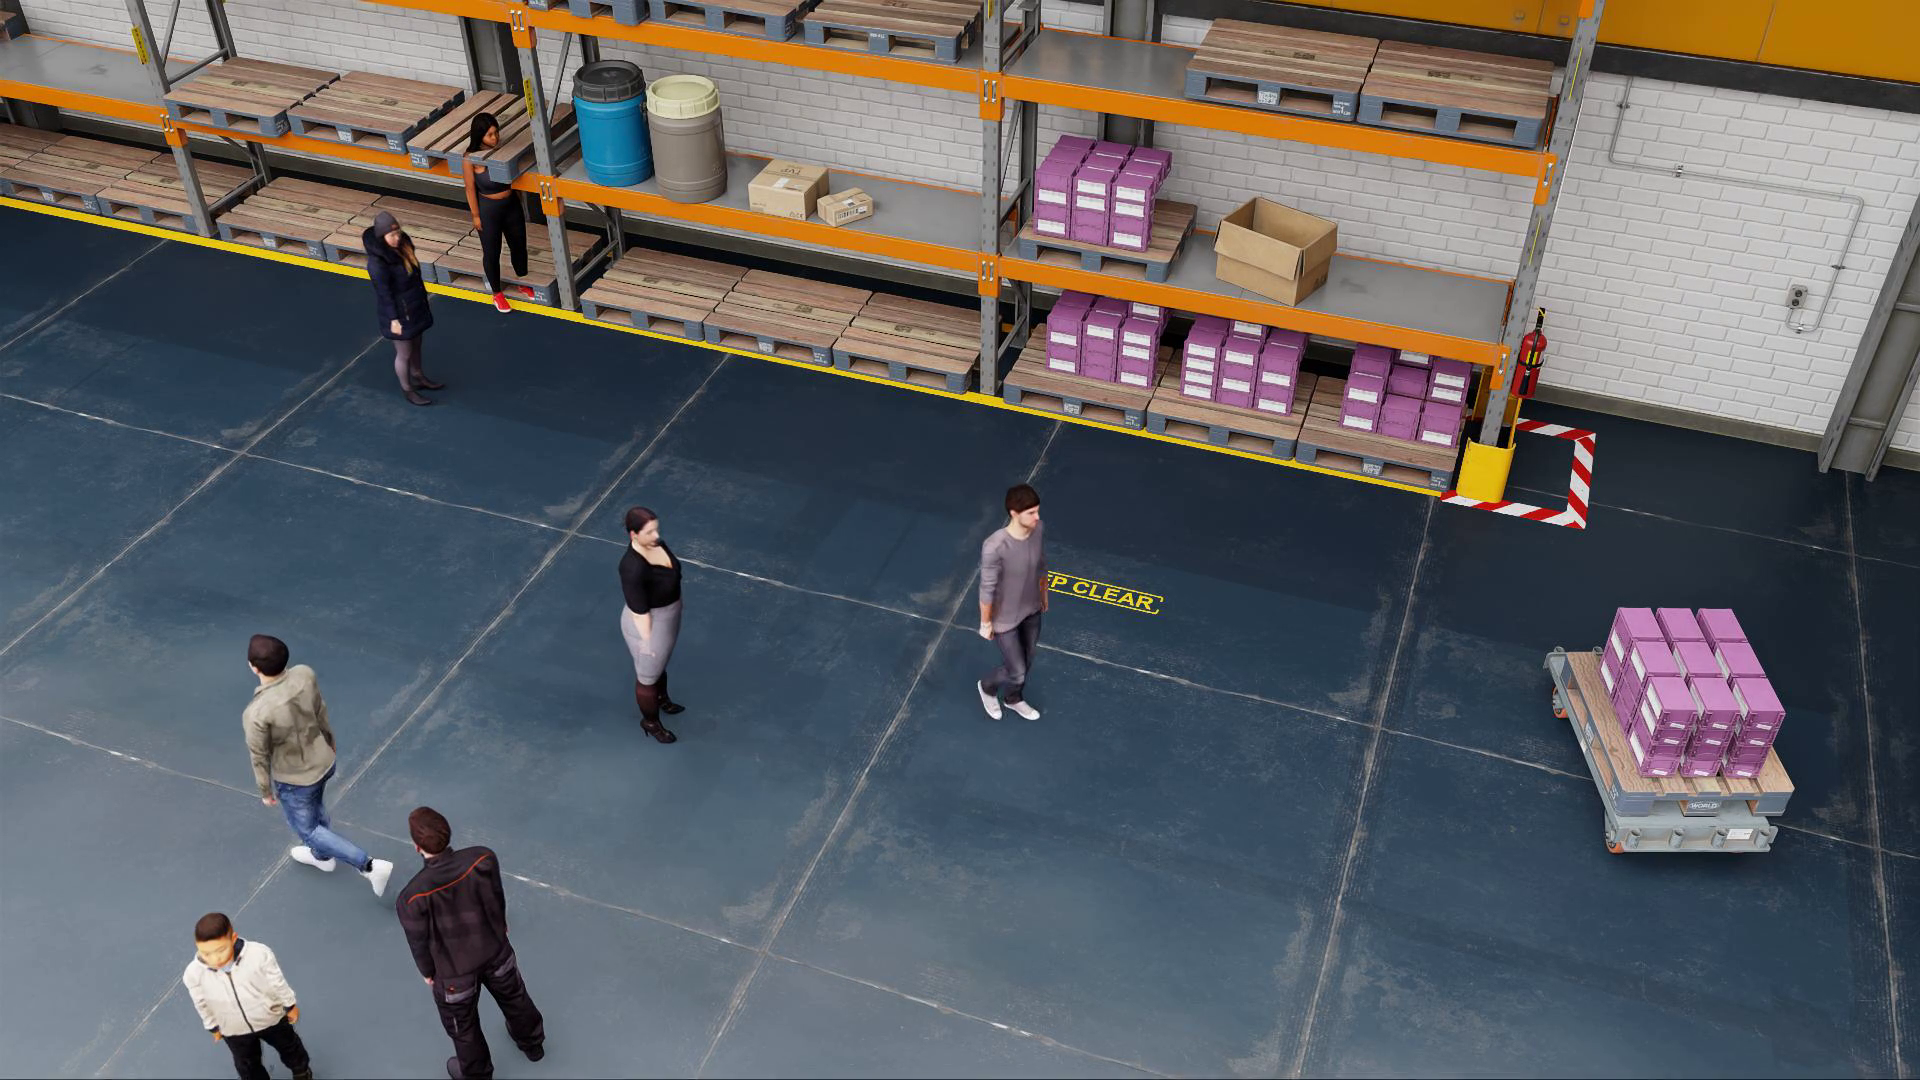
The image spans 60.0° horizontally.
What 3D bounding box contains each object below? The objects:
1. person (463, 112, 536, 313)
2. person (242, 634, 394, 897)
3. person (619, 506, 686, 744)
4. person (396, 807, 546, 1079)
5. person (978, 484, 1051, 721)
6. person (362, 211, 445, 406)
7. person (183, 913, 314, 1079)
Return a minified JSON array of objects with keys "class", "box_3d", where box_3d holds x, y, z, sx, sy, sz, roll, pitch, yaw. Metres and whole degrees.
[{"class":"person","box_3d":[-4.045,-2.891,14.548,0.760,1.816,0.772,-30,47,-32]},{"class":"person","box_3d":[-3.612,1.328,9.294,1.011,1.780,0.687,13,41,16]},{"class":"person","box_3d":[-1.923,0.509,10.337,0.702,1.756,0.723,4,39,5]},{"class":"person","box_3d":[-2.454,2.049,8.288,0.764,1.908,0.741,-31,48,-33]},{"class":"person","box_3d":[0.281,0.397,10.412,0.825,1.838,0.813,31,48,33]},{"class":"person","box_3d":[-4.492,-1.831,13.421,0.691,1.565,0.710,6,39,8]},{"class":"person","box_3d":[-3.534,2.338,8.293,0.653,1.450,0.711,-16,41,-19]}]
